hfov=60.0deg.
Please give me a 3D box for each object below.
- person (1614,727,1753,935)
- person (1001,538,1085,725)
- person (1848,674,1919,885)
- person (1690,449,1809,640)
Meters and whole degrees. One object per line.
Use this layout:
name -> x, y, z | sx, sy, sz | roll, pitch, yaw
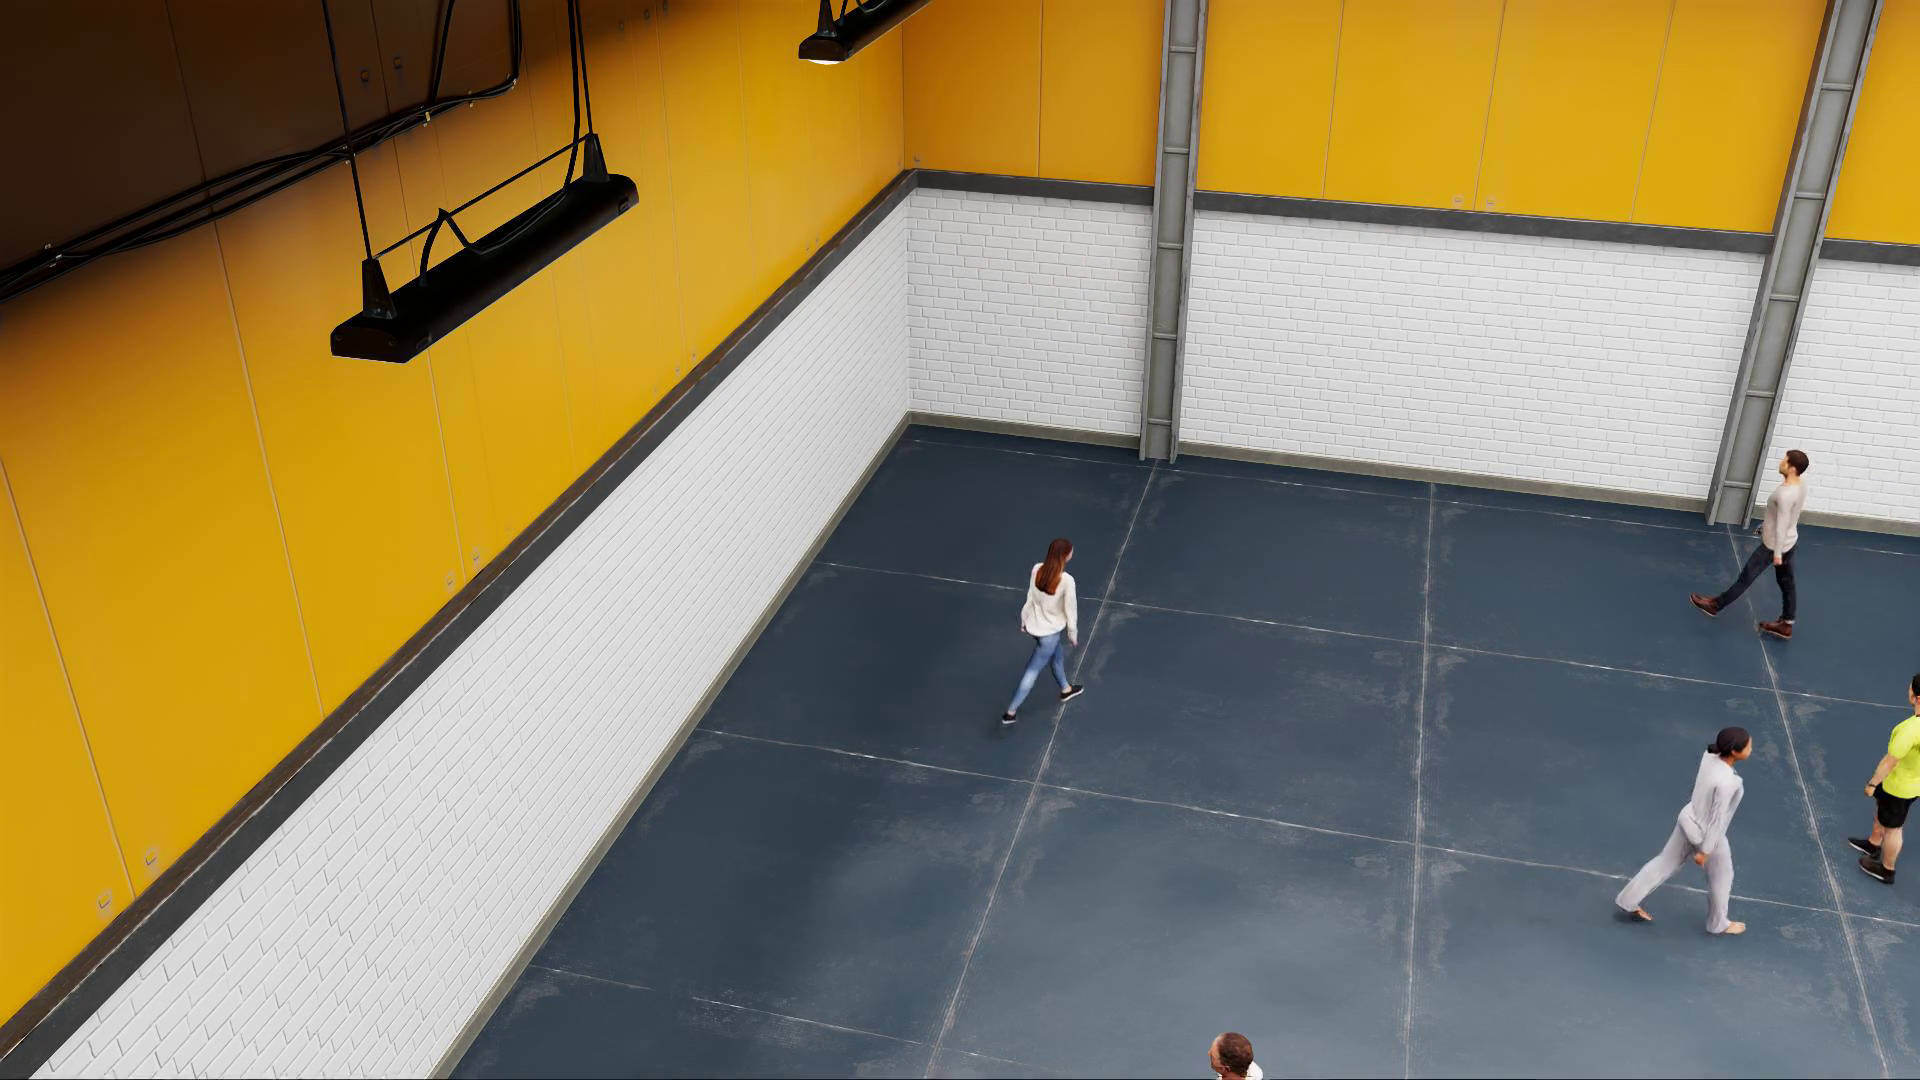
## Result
person -> 5.084, 2.013, 11.591 | 1.174, 1.706, 0.803 | 1, 29, 2
person -> 0.650, 0.812, 13.876 | 1.146, 1.628, 1.202 | -23, 36, -36
person -> 6.920, 1.769, 12.049 | 0.827, 1.698, 0.886 | -16, 33, -27
person -> 7.478, 0.075, 15.026 | 1.238, 1.821, 0.987 | 23, 36, 35
